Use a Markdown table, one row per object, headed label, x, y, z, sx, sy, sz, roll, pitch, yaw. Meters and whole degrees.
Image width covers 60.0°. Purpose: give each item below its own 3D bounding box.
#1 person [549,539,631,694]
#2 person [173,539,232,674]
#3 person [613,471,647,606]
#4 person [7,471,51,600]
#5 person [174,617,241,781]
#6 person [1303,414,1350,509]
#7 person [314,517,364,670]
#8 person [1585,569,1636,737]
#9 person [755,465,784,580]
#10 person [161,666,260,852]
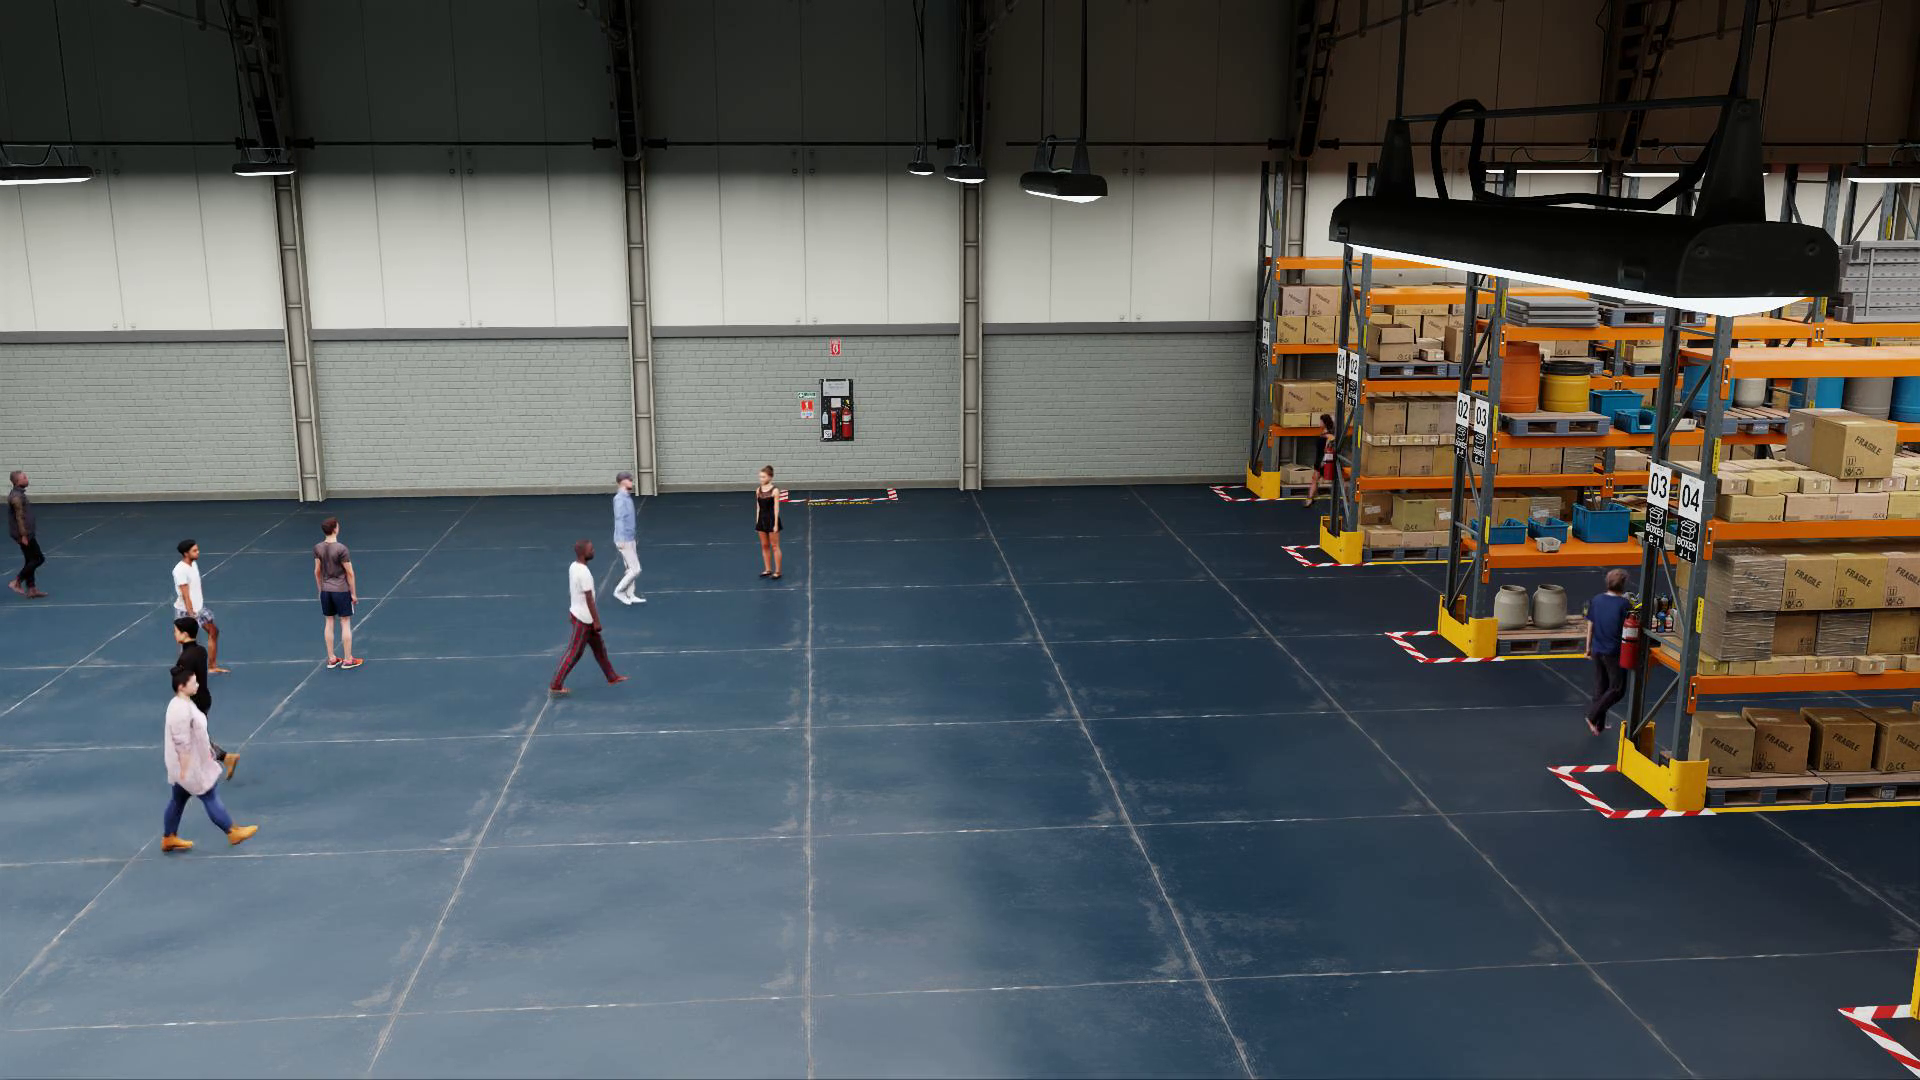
| label | x | y | z | sx | sy | sz | roll | pitch | yaw |
| --- | --- | --- | --- | --- | --- | --- | --- | --- | --- |
| person | -4.417 | 0.923 | 19.123 | 1.296 | 1.781 | 0.983 | -6 | 14 | -24 |
| person | -9.180 | 0.835 | 19.666 | 0.753 | 1.707 | 0.674 | -1 | 13 | -4 |
| person | -4.674 | -0.019 | 22.977 | 0.686 | 1.878 | 0.708 | 1 | 13 | 2 |
| person | -13.161 | -0.057 | 23.249 | 0.866 | 1.829 | 0.838 | -6 | 14 | -24 |
| person | -7.479 | 1.598 | 16.378 | 0.913 | 1.705 | 0.665 | -1 | 13 | -6 |
| person | 6.498 | -1.332 | 29.098 | 1.042 | 1.674 | 0.632 | -1 | 13 | -5 |
| person | -7.582 | 0.640 | 20.190 | 0.588 | 1.851 | 0.778 | 3 | 13 | 12 |
| person | 6.839 | 1.236 | 17.617 | 0.992 | 1.851 | 0.889 | -10 | 16 | -36 |
| person | -2.806 | -0.269 | 24.493 | 0.678 | 1.680 | 0.750 | 9 | 16 | 33 |
| person | -6.940 | 1.972 | 14.755 | 1.144 | 1.707 | 0.927 | -6 | 15 | -26 |
